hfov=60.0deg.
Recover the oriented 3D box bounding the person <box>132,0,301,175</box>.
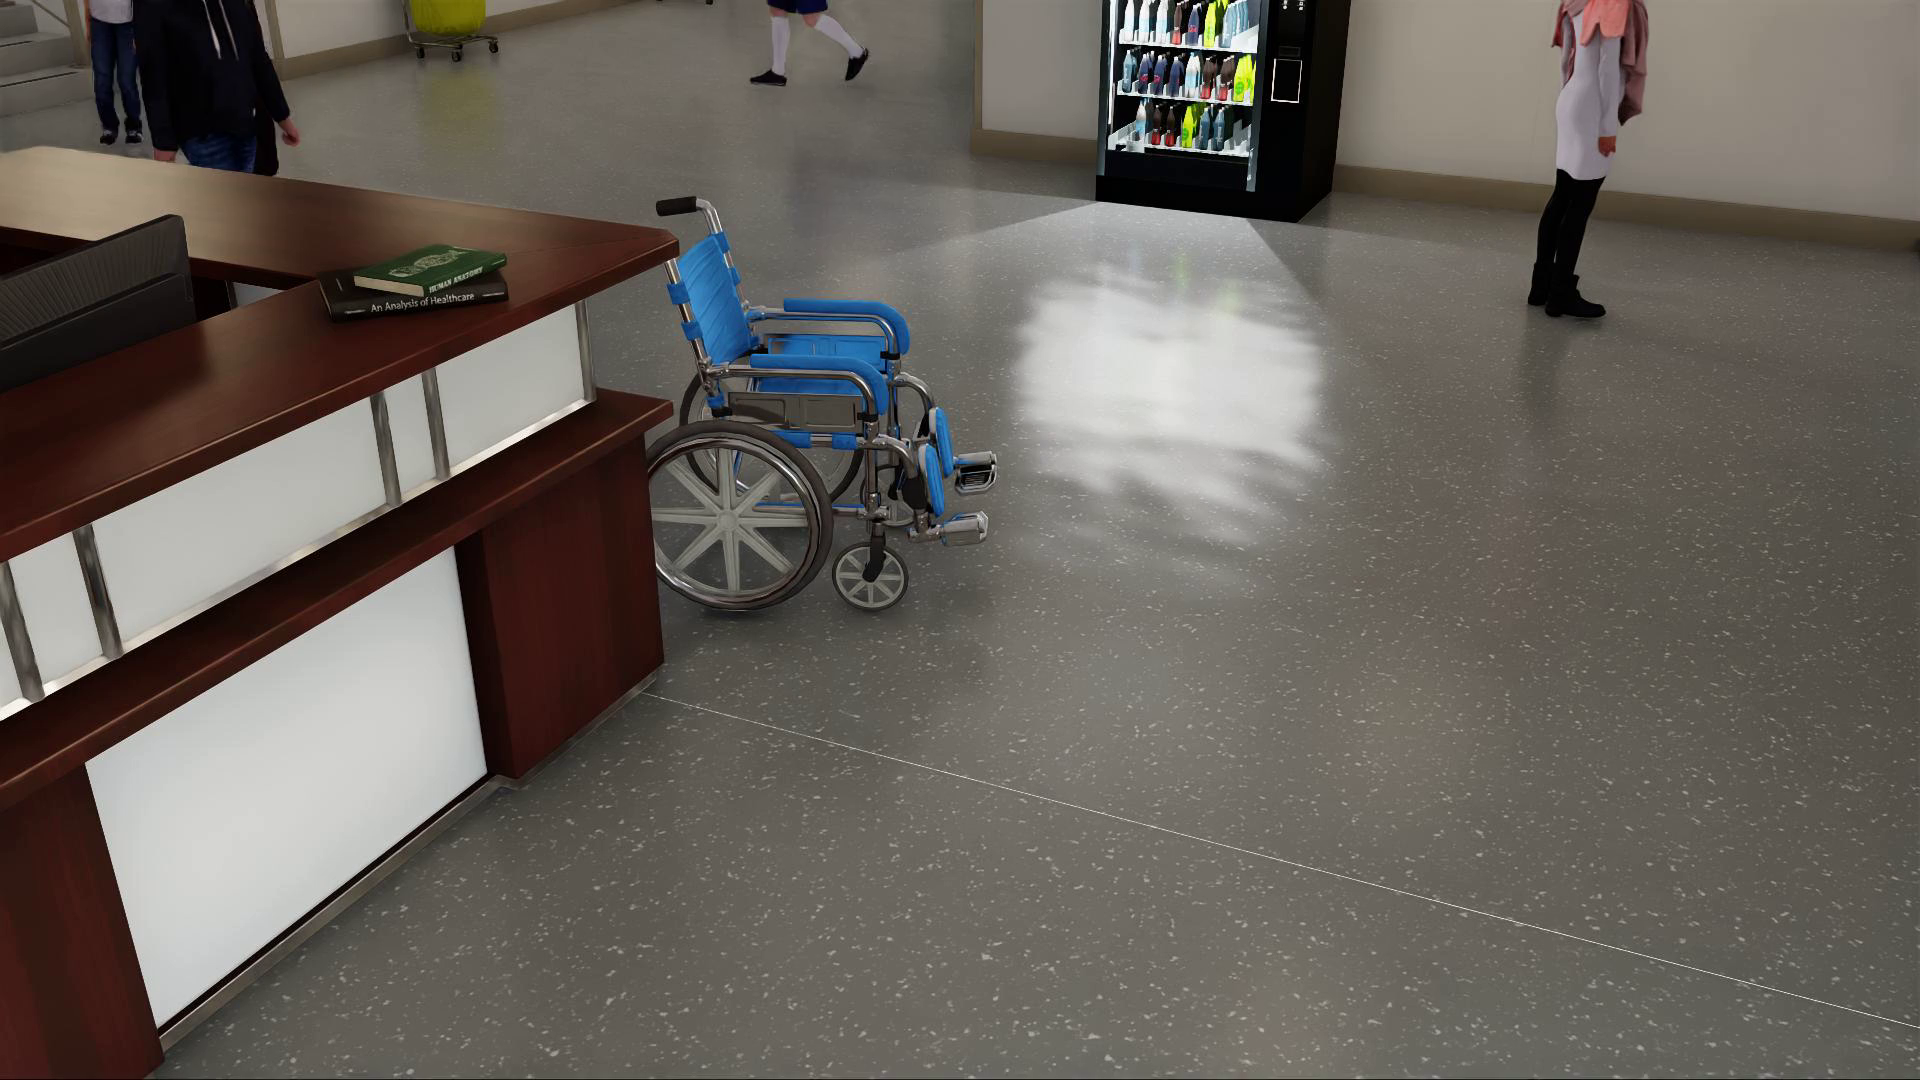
[{"bbox_3d":[-3.261,-1.737,7.176,1.124,1.831,0.675,11,28,22],"label":"person"}]

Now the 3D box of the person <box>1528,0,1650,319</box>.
[{"bbox_3d":[2.865,-1.929,7.606,0.747,1.803,0.731,-1,26,-2],"label":"person"}]

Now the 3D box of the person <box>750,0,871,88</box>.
[{"bbox_3d":[-1.145,-4.352,12.622,1.225,1.810,1.180,-10,27,-20],"label":"person"}]

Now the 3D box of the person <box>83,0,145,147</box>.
[{"bbox_3d":[-5.523,-3.347,10.867,0.700,1.524,0.790,2,26,5],"label":"person"}]
